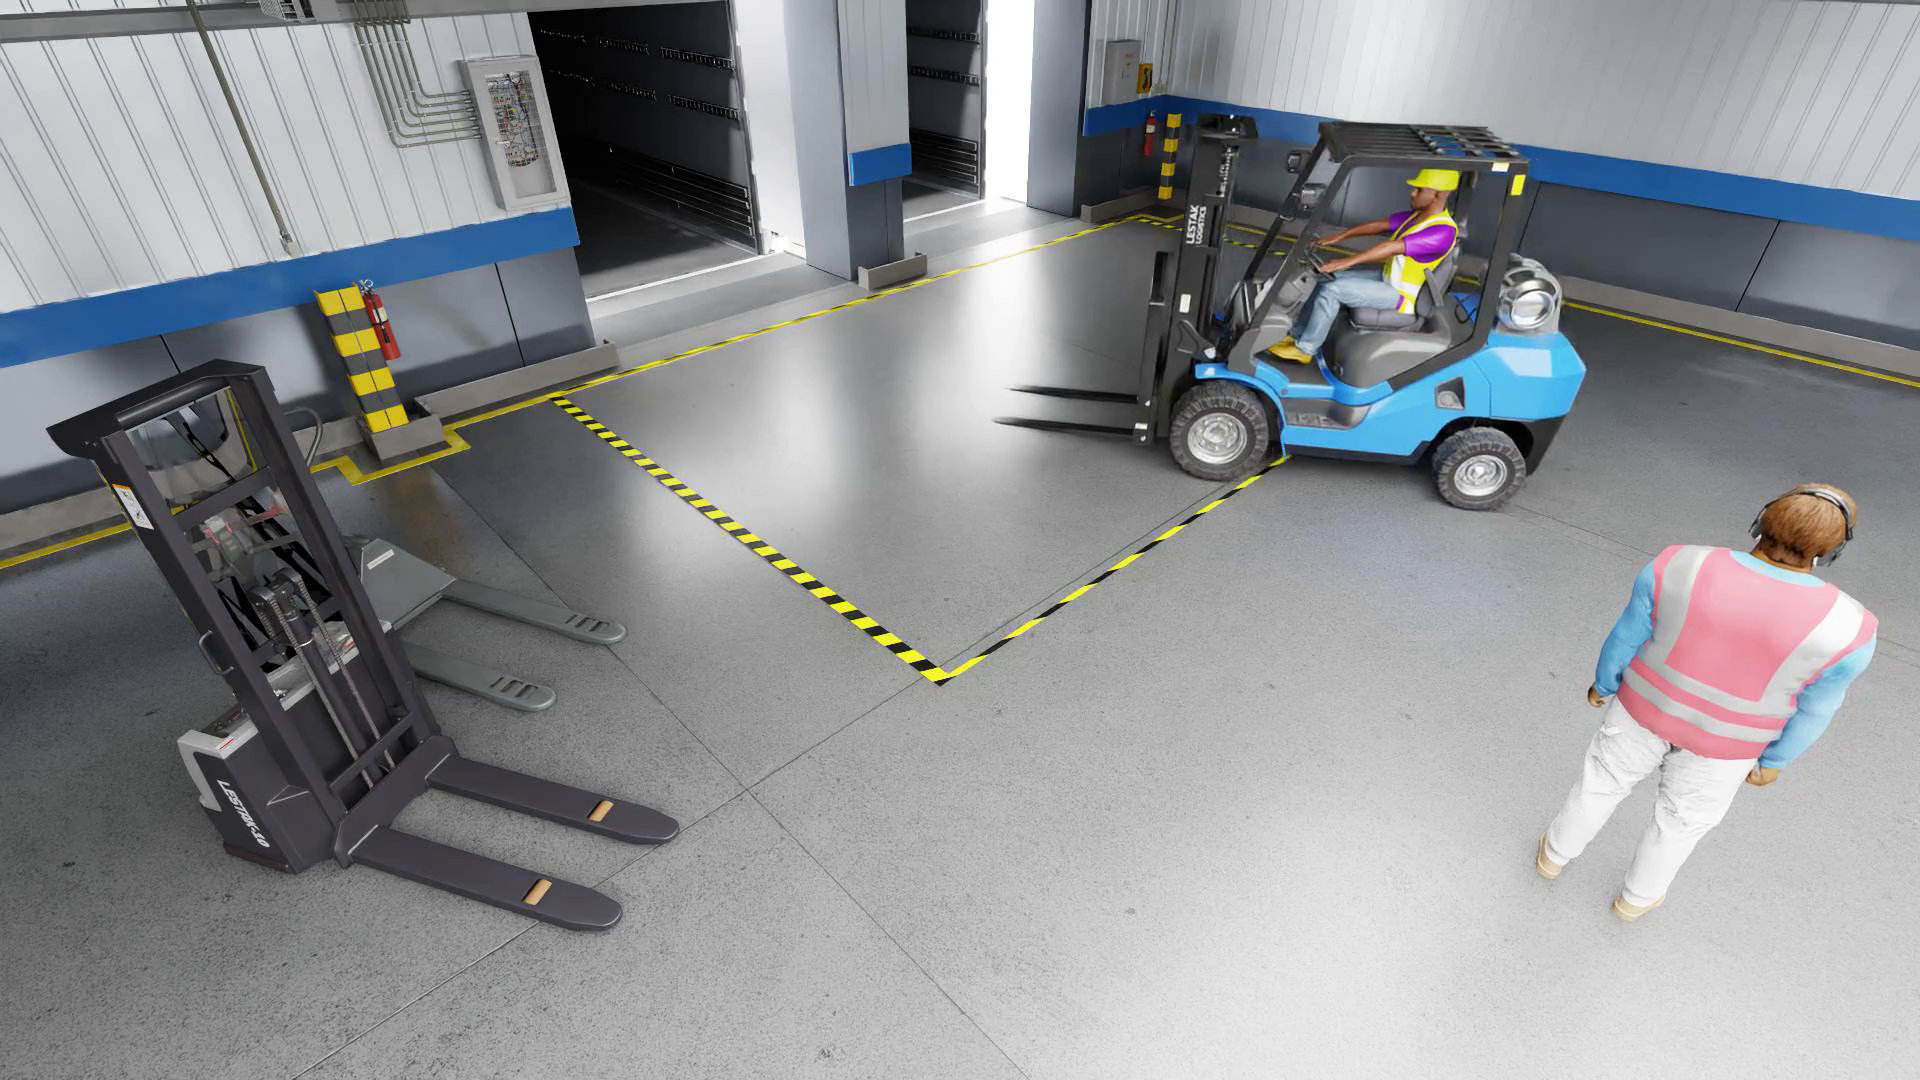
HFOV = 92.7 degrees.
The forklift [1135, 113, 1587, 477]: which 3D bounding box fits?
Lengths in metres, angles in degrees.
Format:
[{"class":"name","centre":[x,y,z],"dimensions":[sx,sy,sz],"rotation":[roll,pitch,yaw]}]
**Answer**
[{"class":"forklift","centre":[2.632,-1.619,6.039],"dimensions":[2.680,2.036,1.157],"rotation":[7,35,10]}]

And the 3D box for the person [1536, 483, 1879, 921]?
[{"class":"person","centre":[2.550,0.613,3.210],"dimensions":[0.429,1.844,0.620],"rotation":[-28,43,-35]}]

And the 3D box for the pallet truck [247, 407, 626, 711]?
[{"class":"pallet truck","centre":[-2.628,0.038,4.590],"dimensions":[1.601,1.201,0.680],"rotation":[12,36,18]}]

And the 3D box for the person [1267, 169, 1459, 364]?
[{"class":"person","centre":[2.574,-1.785,5.951],"dimensions":[1.002,1.294,0.635],"rotation":[7,35,10]}]

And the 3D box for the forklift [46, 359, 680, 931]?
[{"class":"forklift","centre":[-2.135,0.422,3.354],"dimensions":[1.885,1.965,0.823],"rotation":[10,35,14]}]
